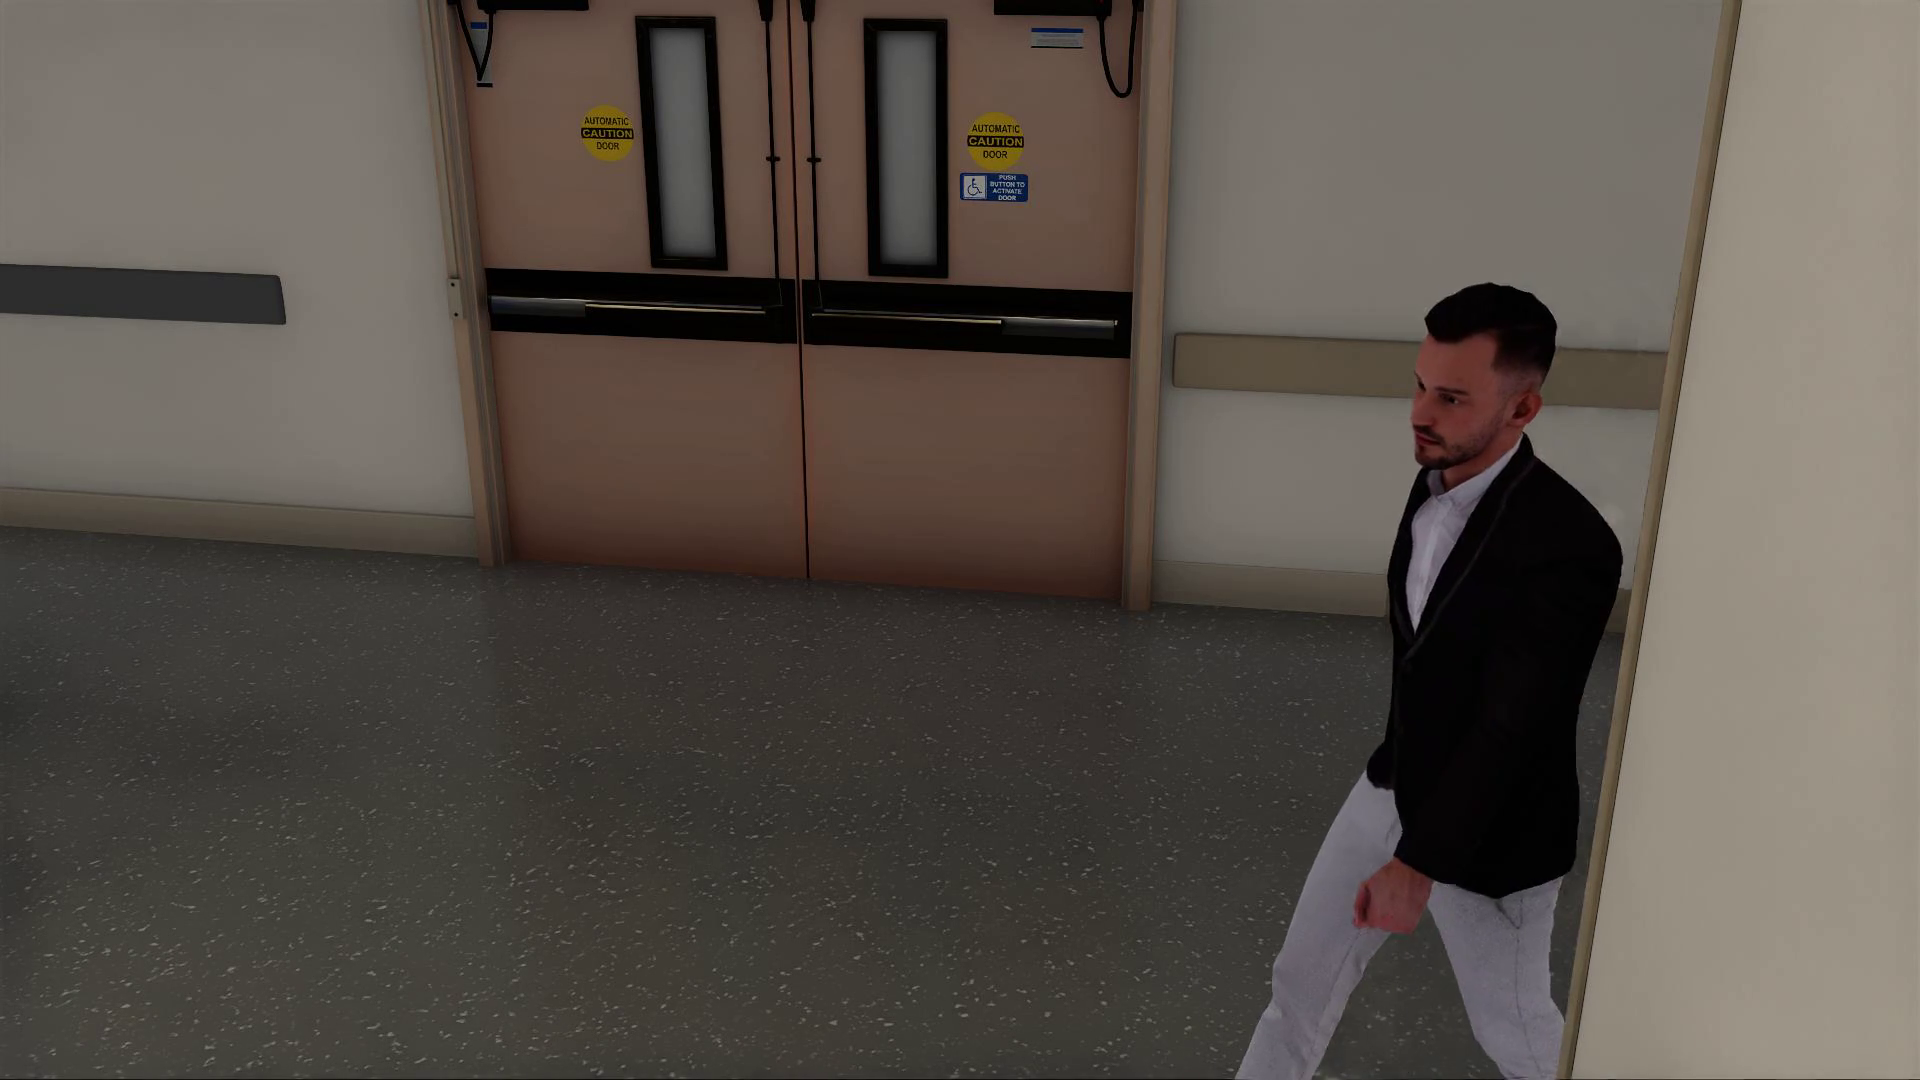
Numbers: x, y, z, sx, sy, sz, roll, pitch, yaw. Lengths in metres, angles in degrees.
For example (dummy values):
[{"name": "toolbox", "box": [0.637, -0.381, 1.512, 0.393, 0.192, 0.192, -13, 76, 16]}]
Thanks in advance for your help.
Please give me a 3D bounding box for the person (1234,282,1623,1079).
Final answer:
[{"name": "person", "box": [0.930, 0.493, 2.750, 1.247, 1.791, 0.958, -4, 21, -10]}]
